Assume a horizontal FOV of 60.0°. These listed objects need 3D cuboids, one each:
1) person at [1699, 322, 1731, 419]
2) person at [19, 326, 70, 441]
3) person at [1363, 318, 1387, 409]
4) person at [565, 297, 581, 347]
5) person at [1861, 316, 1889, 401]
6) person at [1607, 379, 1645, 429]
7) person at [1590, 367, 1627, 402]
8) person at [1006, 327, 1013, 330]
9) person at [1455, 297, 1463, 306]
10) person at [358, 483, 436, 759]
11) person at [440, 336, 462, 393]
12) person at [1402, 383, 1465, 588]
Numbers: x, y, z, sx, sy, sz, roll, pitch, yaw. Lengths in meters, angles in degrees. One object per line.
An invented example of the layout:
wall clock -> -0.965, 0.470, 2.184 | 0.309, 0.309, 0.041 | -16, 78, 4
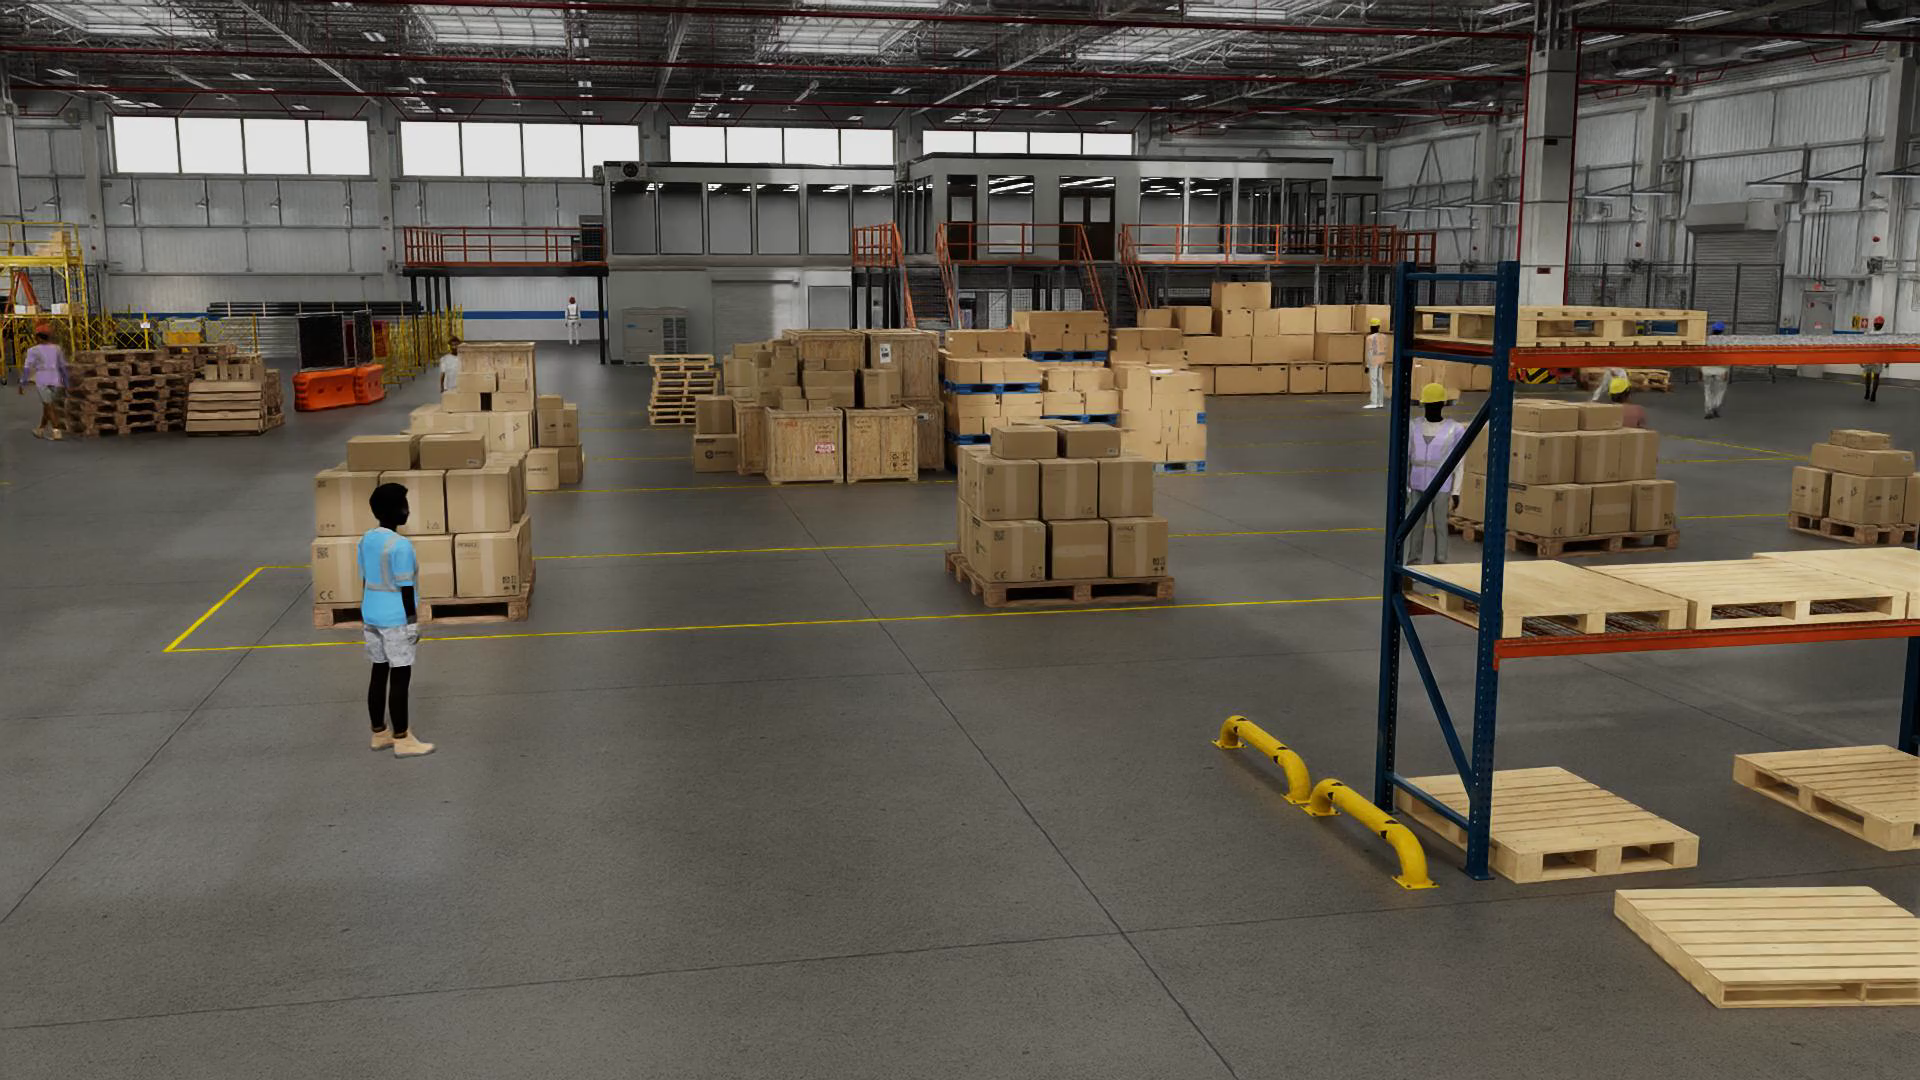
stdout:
person -> 14.954, -3.353, 32.951 | 0.610, 1.935, 0.436 | 7, 12, 37
person -> -15.922, -2.708, 28.827 | 1.013, 1.978, 0.759 | 5, 11, 28
person -> 8.836, -3.760, 35.442 | 0.589, 1.927, 0.387 | -8, 12, -39
person -> -14.639, -8.249, 62.932 | 0.584, 1.882, 0.346 | -2, 10, -15
person -> 20.652, -4.086, 37.503 | 0.562, 1.898, 0.906 | 6, 11, 33
person -> 7.585, -0.998, 19.196 | 0.543, 1.717, 0.870 | -4, 10, -22
person -> 13.265, -3.475, 33.828 | 0.633, 1.899, 1.007 | -7, 11, -35
person -> 0.964, -2.841, 29.786 | 0.987, 1.963, 0.603 | -7, 12, -37
person -> 17.946, -7.755, 59.735 | 0.637, 1.933, 0.941 | 3, 10, 16
person -> -3.494, 0.489, 10.231 | 0.537, 1.699, 0.321 | 9, 13, 42
person -> -8.419, -2.491, 27.910 | 0.541, 1.864, 0.403 | -7, 11, -36
person -> 4.424, -0.511, 15.632 | 0.584, 1.928, 0.374 | 7, 12, 36
